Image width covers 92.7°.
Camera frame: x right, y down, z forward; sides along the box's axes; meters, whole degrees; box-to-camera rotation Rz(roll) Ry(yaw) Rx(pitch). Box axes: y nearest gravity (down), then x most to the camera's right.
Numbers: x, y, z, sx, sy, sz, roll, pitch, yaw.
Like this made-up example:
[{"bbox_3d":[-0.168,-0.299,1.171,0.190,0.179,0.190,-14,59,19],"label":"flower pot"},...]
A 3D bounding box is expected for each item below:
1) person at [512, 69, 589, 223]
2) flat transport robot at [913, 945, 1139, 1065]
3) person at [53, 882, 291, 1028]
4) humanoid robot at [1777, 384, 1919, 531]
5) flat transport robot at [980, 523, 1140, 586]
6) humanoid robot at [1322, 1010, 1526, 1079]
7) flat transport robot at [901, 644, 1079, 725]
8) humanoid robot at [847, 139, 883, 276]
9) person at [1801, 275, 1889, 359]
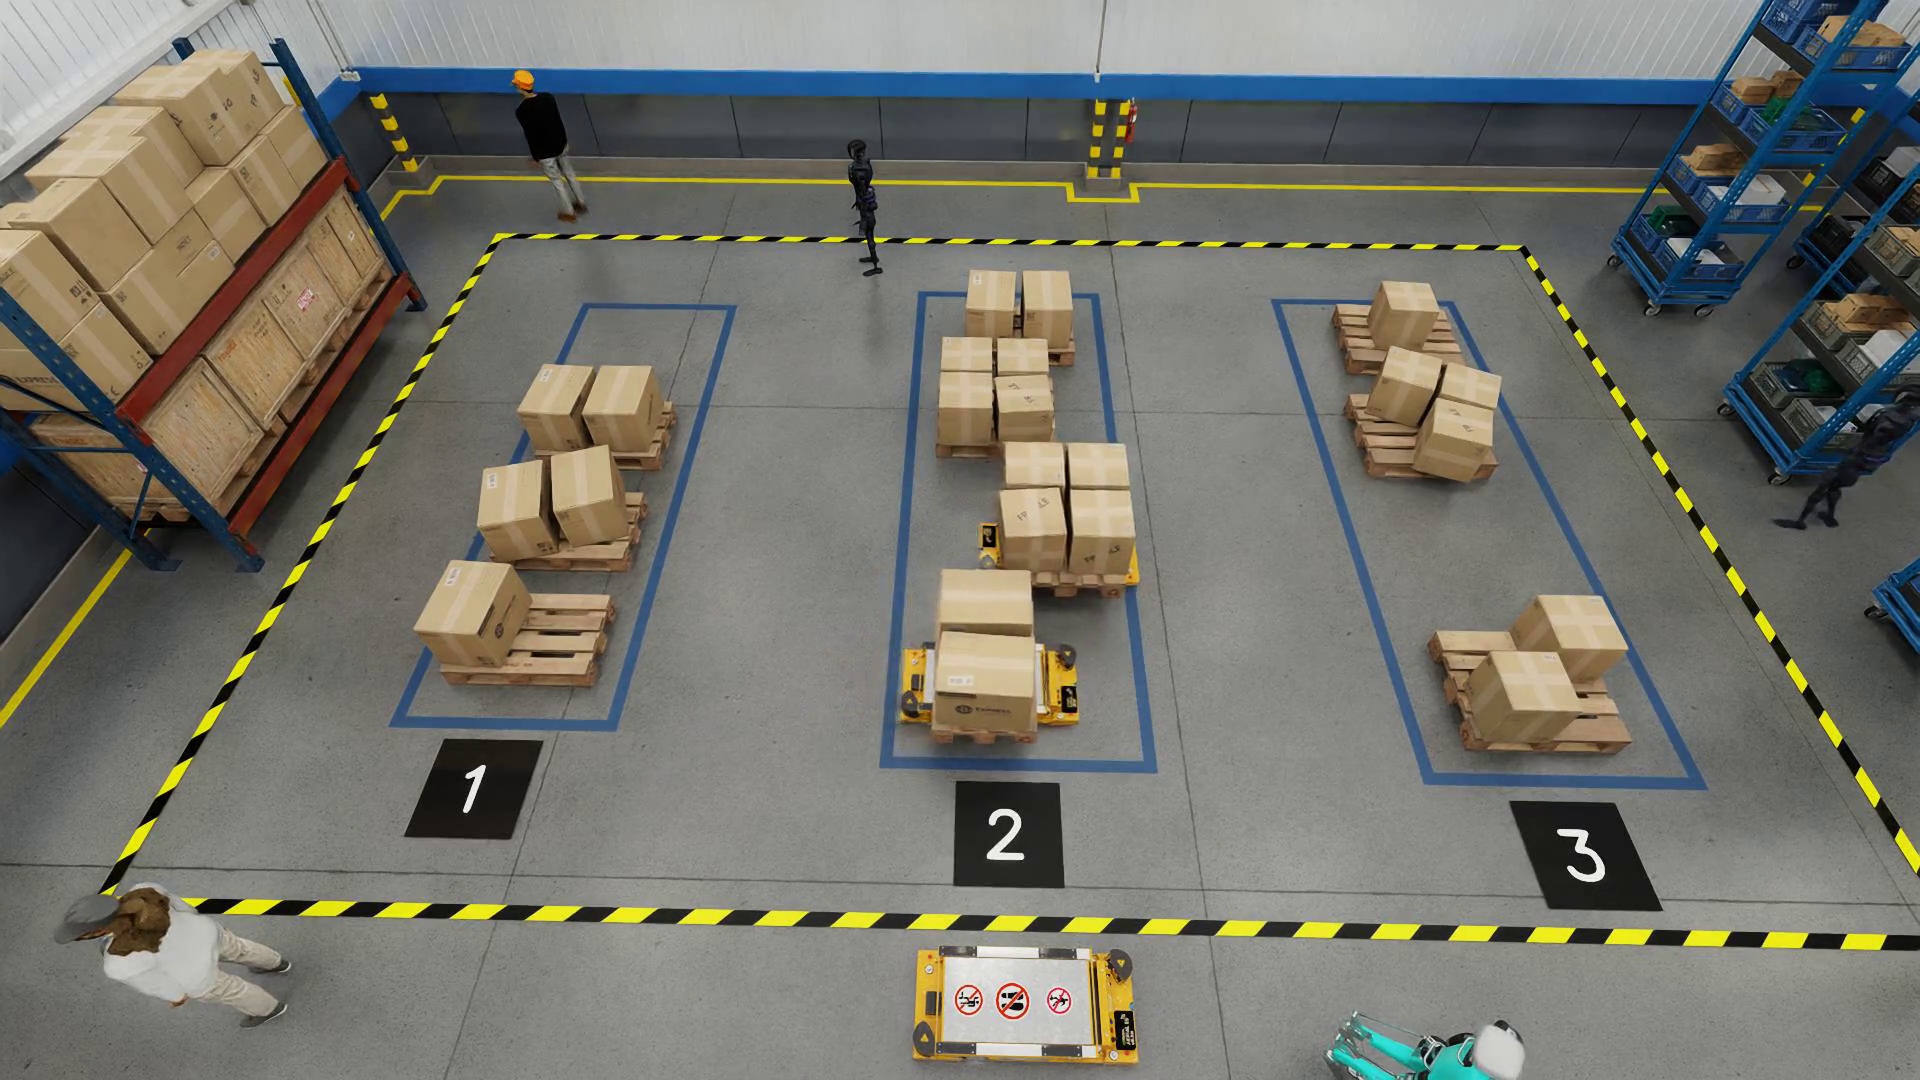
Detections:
[{"bbox_3d":[-5.125,-4.885,11.426,0.380,1.882,0.589,22,54,17],"label":"person"},{"bbox_3d":[0.422,3.041,6.007,1.431,0.231,0.659,1,51,1],"label":"flat transport robot"},{"bbox_3d":[-4.621,2.485,5.490,0.397,1.769,0.572,-14,52,-11],"label":"person"},{"bbox_3d":[8.021,-0.677,8.132,0.599,1.647,0.447,-29,56,-21],"label":"humanoid robot"},{"bbox_3d":[0.905,0.094,8.391,1.431,0.197,0.652,1,51,1],"label":"flat transport robot"},{"bbox_3d":[2.439,2.859,5.124,0.531,1.673,0.735,-36,59,-26],"label":"humanoid robot"},{"bbox_3d":[0.246,1.169,7.515,1.431,0.197,0.652,1,51,1],"label":"flat transport robot"},{"bbox_3d":[-1.125,-3.892,10.741,0.315,1.655,0.599,-7,51,-6],"label":"humanoid robot"},{"bbox_3d":[9.371,-2.364,9.338,0.627,1.936,0.374,7,51,5],"label":"person"}]
